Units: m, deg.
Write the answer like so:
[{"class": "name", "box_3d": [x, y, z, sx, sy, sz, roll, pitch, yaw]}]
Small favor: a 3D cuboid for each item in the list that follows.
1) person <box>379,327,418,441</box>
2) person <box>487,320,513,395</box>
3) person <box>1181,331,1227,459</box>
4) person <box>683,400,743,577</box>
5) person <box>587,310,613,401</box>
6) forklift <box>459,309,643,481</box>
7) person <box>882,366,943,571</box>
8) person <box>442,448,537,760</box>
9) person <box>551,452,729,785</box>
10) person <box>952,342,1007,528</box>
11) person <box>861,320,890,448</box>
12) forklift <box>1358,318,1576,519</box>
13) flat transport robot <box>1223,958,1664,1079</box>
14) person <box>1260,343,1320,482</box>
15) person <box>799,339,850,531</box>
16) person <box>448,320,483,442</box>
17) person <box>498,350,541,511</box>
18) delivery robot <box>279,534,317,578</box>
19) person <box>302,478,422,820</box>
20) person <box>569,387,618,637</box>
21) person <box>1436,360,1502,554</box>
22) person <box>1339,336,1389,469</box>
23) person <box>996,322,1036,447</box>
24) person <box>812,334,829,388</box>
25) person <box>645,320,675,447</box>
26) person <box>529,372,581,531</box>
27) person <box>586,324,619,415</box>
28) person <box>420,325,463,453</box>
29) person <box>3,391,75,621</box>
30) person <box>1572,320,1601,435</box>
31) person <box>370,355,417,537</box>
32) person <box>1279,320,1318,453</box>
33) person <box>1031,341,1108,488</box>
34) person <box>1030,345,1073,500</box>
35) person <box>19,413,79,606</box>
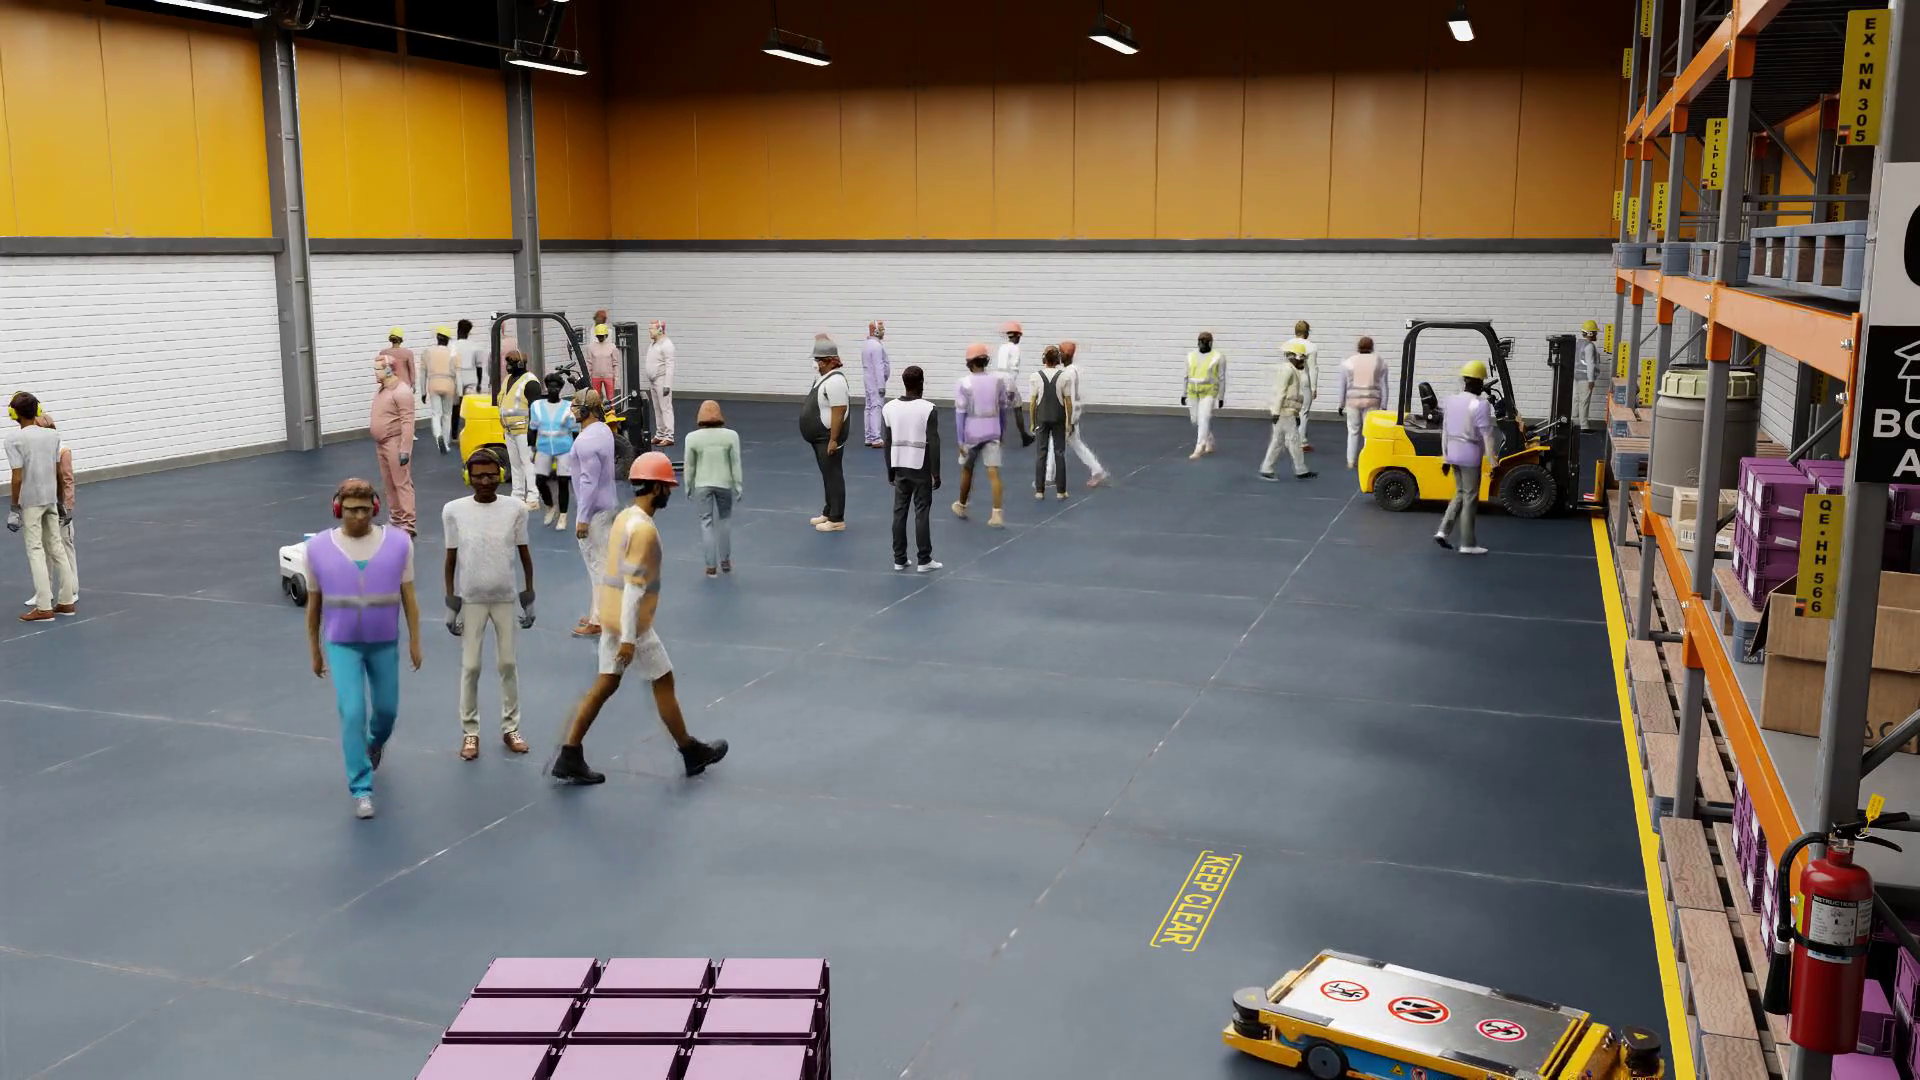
[{"class": "person", "box_3d": [-8.662, -2.390, 25.655, 0.526, 1.768, 0.331, -1, 10, -8]}, {"class": "person", "box_3d": [-7.198, -2.439, 25.645, 0.834, 1.874, 0.649, -1, 10, -3]}, {"class": "person", "box_3d": [3.511, -2.096, 23.875, 0.629, 1.819, 0.841, 7, 12, 36]}, {"class": "person", "box_3d": [-2.286, -0.492, 15.372, 0.532, 1.612, 0.615, -2, 10, -12]}, {"class": "person", "box_3d": [-6.706, -3.316, 30.688, 0.656, 1.827, 0.877, 4, 11, 20]}, {"class": "forklift", "box_3d": [-5.354, -1.902, 21.697, 2.313, 2.155, 1.214, -2, 10, -13]}, {"class": "person", "box_3d": [-0.445, -0.660, 15.485, 0.590, 1.919, 0.392, 5, 11, 28]}, {"class": "person", "box_3d": [-2.789, 0.369, 9.872, 0.527, 1.858, 0.347, -3, 11, -17]}, {"class": "person", "box_3d": [-1.841, 0.451, 9.346, 1.021, 1.874, 0.587, -5, 11, -25]}, {"class": "person", "box_3d": [0.219, -1.143, 18.032, 0.629, 1.986, 1.070, -3, 11, -17]}, {"class": "person", "box_3d": [-1.241, -2.326, 24.896, 0.406, 1.911, 0.636, -4, 11, -21]}, {"class": "forklift", "box_3d": [5.787, -1.437, 19.079, 2.313, 2.155, 1.214, 3, 11, 19]}, {"class": "flat transport robot", "box_3d": [1.759, 1.830, 6.099, 1.431, 0.197, 0.652, 7, 12, 33]}, {"class": "person", "box_3d": [4.266, -1.626, 21.340, 0.820, 1.771, 0.658, 2, 10, 12]}, {"class": "person", "box_3d": [-1.446, -1.122, 17.737, 0.538, 2.000, 0.689, -2, 10, -12]}, {"class": "person", "box_3d": [-7.560, -2.390, 25.282, 0.621, 1.889, 1.043, -5, 11, -27]}, {"class": "person", "box_3d": [-5.047, -1.254, 19.043, 0.626, 1.844, 0.429, 9, 13, 41]}, {"class": "delivery robot", "box_3d": [-5.560, 0.188, 14.273, 0.477, 0.478, 0.707, -9, 13, -41]}, {"class": "person", "box_3d": [-3.247, 0.538, 9.037, 0.570, 1.811, 0.758, -5, 11, -25]}, {"class": "person", "box_3d": [-2.854, -0.215, 12.920, 0.373, 1.940, 0.629, 0, 10, 0]}, {"class": "person", "box_3d": [4.984, -0.799, 16.268, 0.425, 1.915, 0.615, -4, 11, -21]}, {"class": "person", "box_3d": [5.439, -1.835, 22.403, 0.642, 1.836, 0.494, 3, 10, 15]}, {"class": "person", "box_3d": [0.717, -2.297, 24.807, 1.017, 1.872, 0.582, -7, 12, -35]}, {"class": "person", "box_3d": [-2.185, -2.459, 26.423, 0.381, 1.634, 0.533, 0, 10, 0]}, {"class": "person", "box_3d": [-4.547, -2.367, 25.126, 0.406, 1.911, 0.636, -7, 12, -33]}, {"class": "person", "box_3d": [-4.295, -0.939, 17.665, 0.553, 1.688, 0.353, 0, 10, -1]}, {"class": "person", "box_3d": [-5.803, -2.629, 27.023, 0.524, 1.760, 0.327, -1, 10, -5]}, {"class": "person", "box_3d": [-7.528, -2.173, 24.148, 0.603, 1.879, 0.759, -2, 10, -11]}, {"class": "person", "box_3d": [-7.468, -0.270, 13.440, 0.325, 1.865, 0.516, 4, 11, 20]}, {"class": "person", "box_3d": [10.054, -2.609, 26.696, 0.403, 1.835, 0.586, 0, 10, -1]}, {"class": "person", "box_3d": [-5.890, -0.962, 17.220, 0.408, 1.904, 0.654, -9, 14, -42]}, {"class": "person", "box_3d": [4.951, -2.238, 24.313, 0.352, 1.937, 0.635, -10, 14, -43]}, {"class": "person", "box_3d": [1.392, -1.557, 20.723, 0.917, 1.854, 0.579, 2, 10, 9]}, {"class": "person", "box_3d": [1.087, -1.392, 19.810, 0.513, 1.845, 0.340, 1, 10, 7]}, {"class": "person", "box_3d": [-7.676, -0.256, 13.993, 0.512, 1.641, 0.307, 2, 10, 10]}]
